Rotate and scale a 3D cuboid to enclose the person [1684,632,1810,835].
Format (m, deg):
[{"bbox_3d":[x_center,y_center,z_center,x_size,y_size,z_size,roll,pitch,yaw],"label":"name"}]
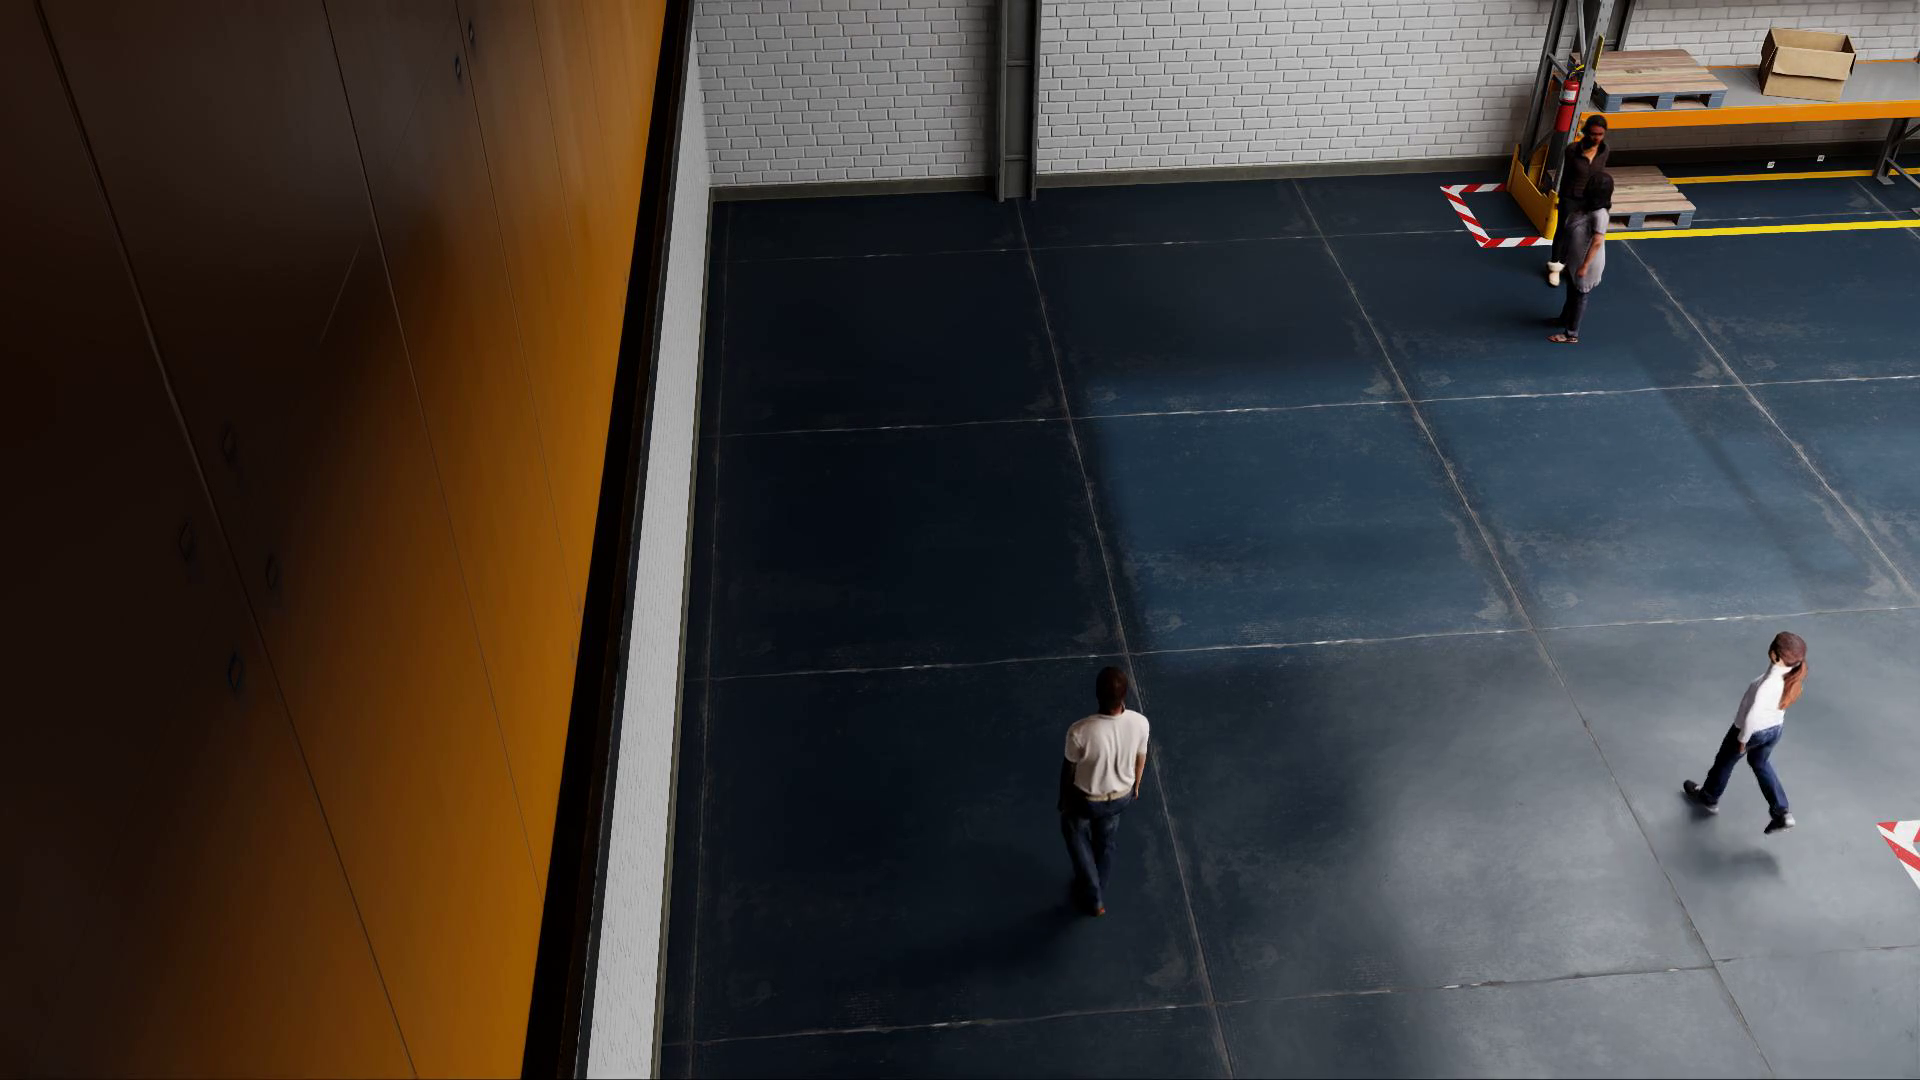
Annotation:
[{"bbox_3d":[4.966,1.209,10.223,0.935,1.543,0.803,-18,42,-22],"label":"person"}]

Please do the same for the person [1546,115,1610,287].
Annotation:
[{"bbox_3d":[5.821,-3.229,15.682,0.555,1.666,0.619,-23,44,-26],"label":"person"}]

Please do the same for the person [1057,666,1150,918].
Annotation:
[{"bbox_3d":[0.837,1.544,9.570,0.748,1.834,0.802,-10,40,-12],"label":"person"}]

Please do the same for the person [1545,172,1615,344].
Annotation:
[{"bbox_3d":[5.585,-2.544,14.868,0.726,1.611,0.697,6,39,8],"label":"person"}]
